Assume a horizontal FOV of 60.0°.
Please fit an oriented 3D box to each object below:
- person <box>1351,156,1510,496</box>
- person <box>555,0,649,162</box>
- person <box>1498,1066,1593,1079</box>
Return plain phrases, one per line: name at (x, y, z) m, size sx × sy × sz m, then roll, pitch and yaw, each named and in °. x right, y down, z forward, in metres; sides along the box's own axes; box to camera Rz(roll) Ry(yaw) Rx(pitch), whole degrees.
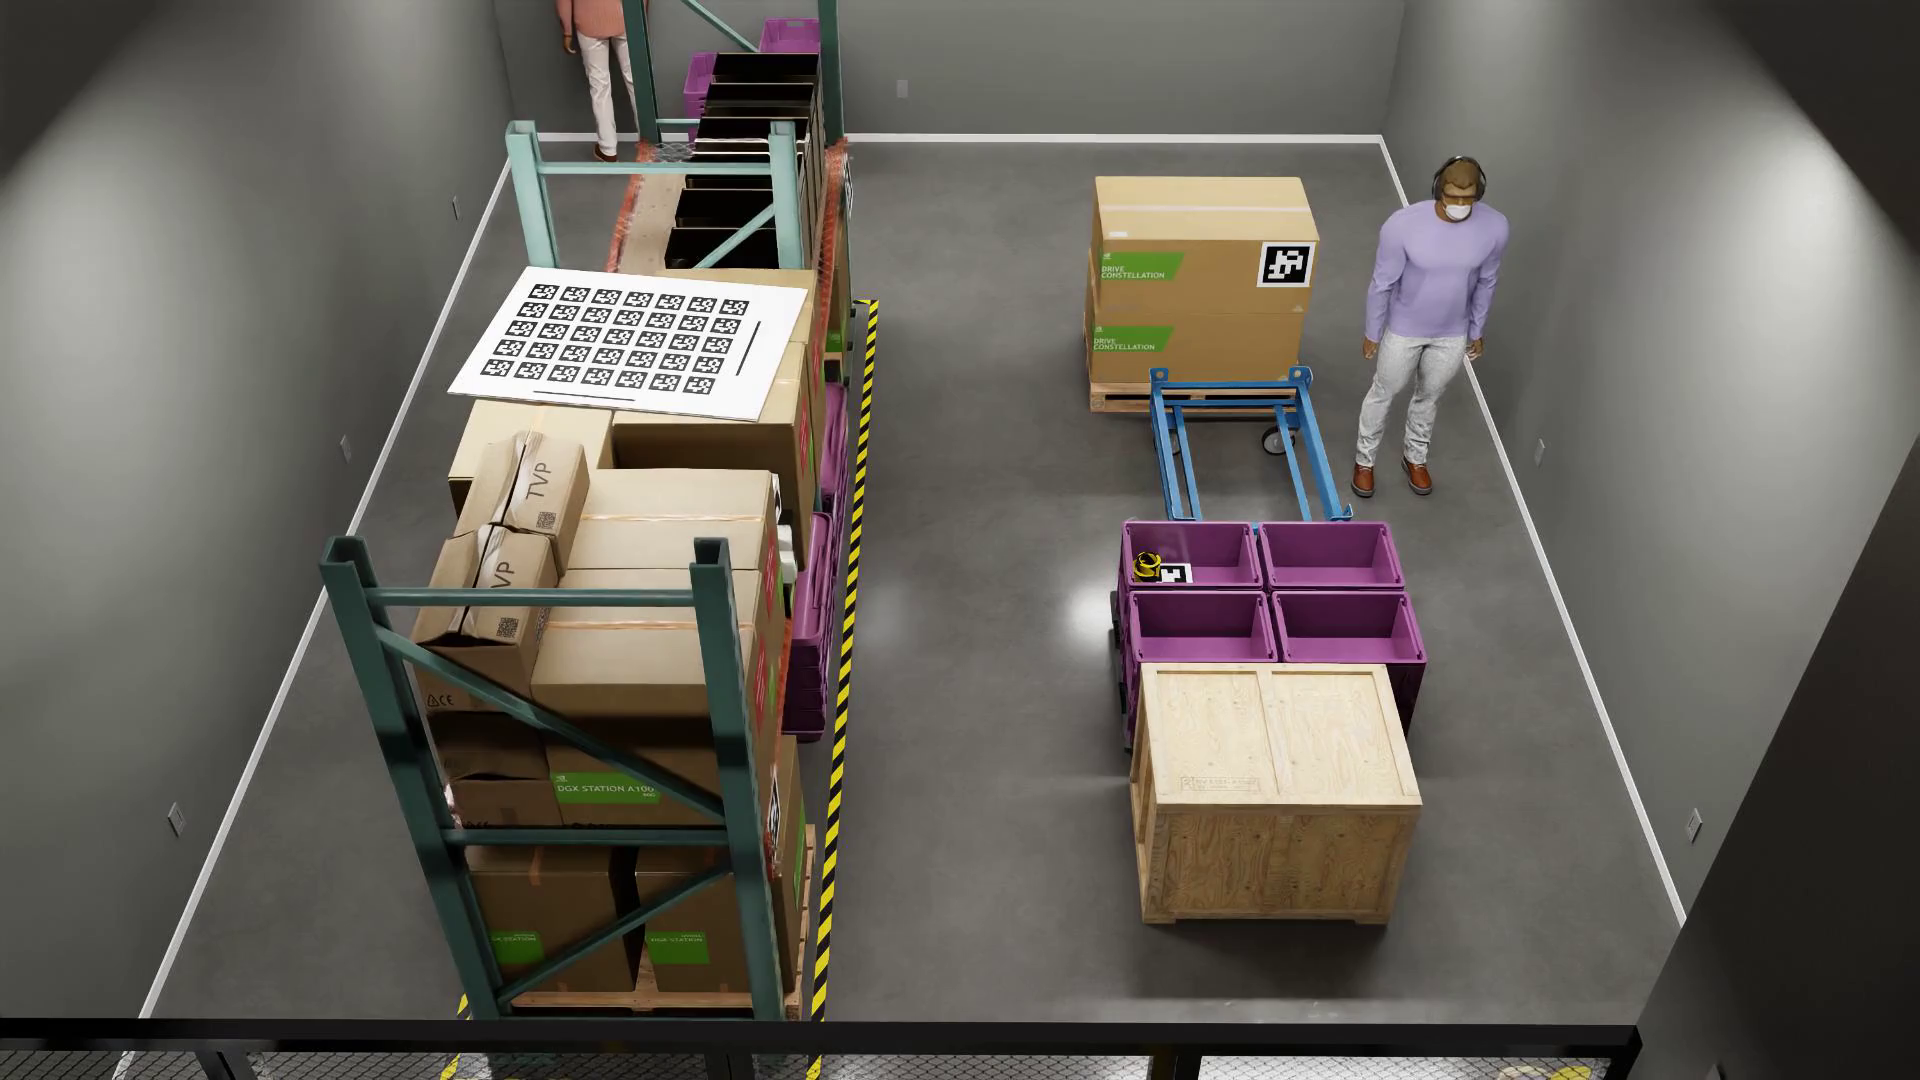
person at (2.325, -1.054, 8.316) m, size 0.635 × 1.937 × 0.352 m, roll -1°, pitch 41°, yaw -2°
person at (-2.346, -3.426, 10.978) m, size 0.610 × 1.996 × 0.384 m, roll -15°, pitch 43°, yaw -16°
person at (1.616, 2.069, 4.832) m, size 0.404 × 1.830 × 0.602 m, roll 5°, pitch 42°, yaw 6°
